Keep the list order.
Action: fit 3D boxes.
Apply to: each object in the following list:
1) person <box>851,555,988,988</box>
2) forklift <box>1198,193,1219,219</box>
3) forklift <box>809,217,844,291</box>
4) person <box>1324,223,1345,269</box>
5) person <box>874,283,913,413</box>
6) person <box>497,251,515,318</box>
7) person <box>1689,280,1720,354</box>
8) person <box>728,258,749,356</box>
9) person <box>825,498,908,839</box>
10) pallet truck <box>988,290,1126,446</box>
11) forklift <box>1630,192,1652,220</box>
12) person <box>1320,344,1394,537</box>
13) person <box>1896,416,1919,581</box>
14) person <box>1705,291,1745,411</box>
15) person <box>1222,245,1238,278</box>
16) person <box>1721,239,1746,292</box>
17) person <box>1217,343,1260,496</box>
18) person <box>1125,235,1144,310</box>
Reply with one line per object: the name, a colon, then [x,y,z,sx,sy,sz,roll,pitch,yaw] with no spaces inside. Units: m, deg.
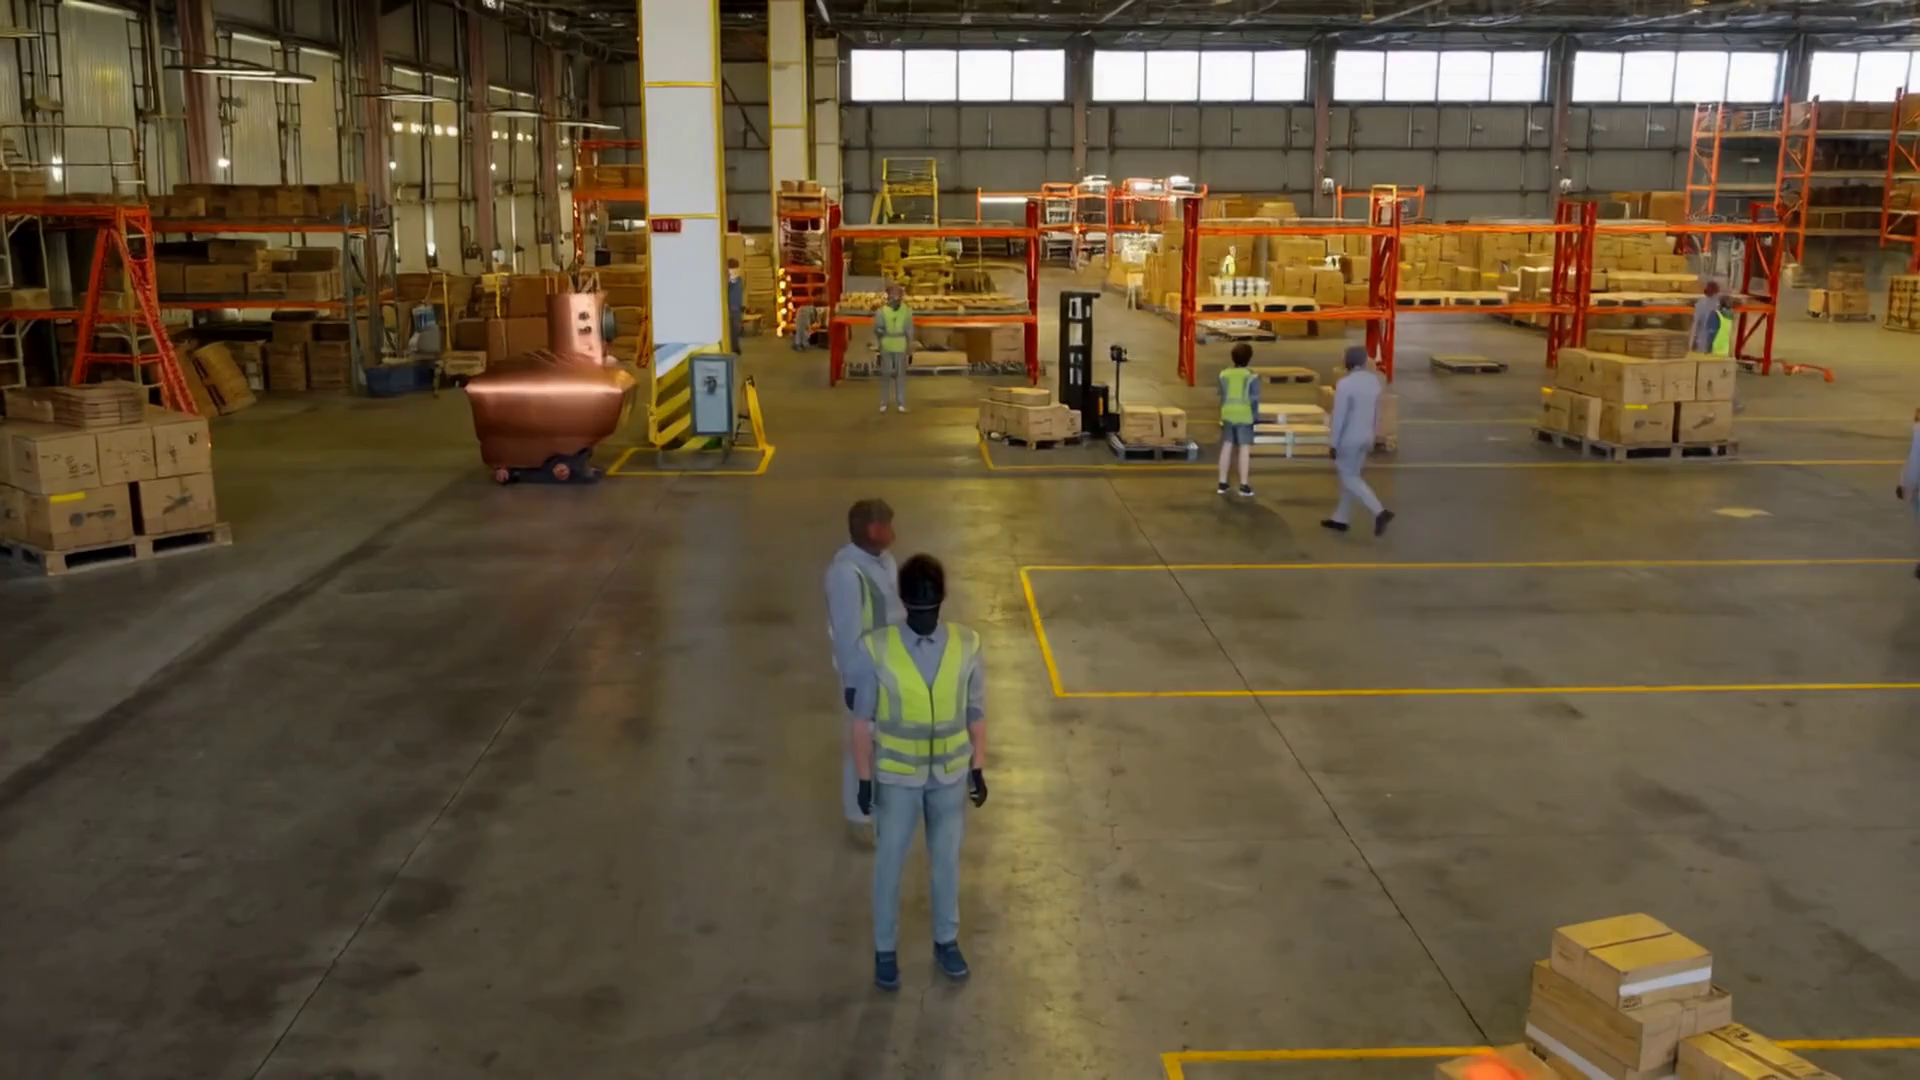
person: [-0.167,1.007,7.297,0.615,1.945,0.404,-4,13,-16]
forklift: [8.430,-10.397,56.665,1.873,2.768,1.129,10,16,38]
forklift: [-4.375,-8.619,48.637,1.873,2.768,1.129,0,12,-2]
person: [11.895,-9.093,52.918,0.632,1.940,0.372,1,13,5]
person: [-0.984,-2.859,24.806,0.589,1.924,0.383,-2,13,-10]
person: [-11.184,-6.260,40.833,0.319,1.631,0.525,-10,16,-38]
person: [11.829,-3.182,26.378,0.513,1.876,0.328,-2,13,-9]
person: [-4.449,-4.590,32.671,0.552,1.908,0.890,-6,14,-25]
person: [-0.485,0.681,9.027,0.429,1.844,0.640,4,13,18]
pallet truck: [1.257,-2.299,22.111,1.885,1.965,0.823,-9,15,-35]
forklift: [24.579,-11.179,60.195,1.873,2.768,1.129,0,12,-2]
person: [3.935,-0.964,16.309,0.632,1.912,0.855,-10,16,-37]
person: [8.549,-0.492,14.653,0.502,1.692,0.912,11,17,42]
person: [11.472,-2.880,25.209,0.535,1.798,0.981,-6,14,-27]
person: [6.334,-5.954,38.902,0.414,1.869,0.612,0,12,1]
person: [23.055,-8.183,49.603,0.613,1.592,0.822,7,14,29]
person: [3.098,-1.344,18.509,0.534,1.692,0.321,12,17,43]
person: [4.552,-6.947,43.236,0.547,1.935,0.370,-5,13,-20]
